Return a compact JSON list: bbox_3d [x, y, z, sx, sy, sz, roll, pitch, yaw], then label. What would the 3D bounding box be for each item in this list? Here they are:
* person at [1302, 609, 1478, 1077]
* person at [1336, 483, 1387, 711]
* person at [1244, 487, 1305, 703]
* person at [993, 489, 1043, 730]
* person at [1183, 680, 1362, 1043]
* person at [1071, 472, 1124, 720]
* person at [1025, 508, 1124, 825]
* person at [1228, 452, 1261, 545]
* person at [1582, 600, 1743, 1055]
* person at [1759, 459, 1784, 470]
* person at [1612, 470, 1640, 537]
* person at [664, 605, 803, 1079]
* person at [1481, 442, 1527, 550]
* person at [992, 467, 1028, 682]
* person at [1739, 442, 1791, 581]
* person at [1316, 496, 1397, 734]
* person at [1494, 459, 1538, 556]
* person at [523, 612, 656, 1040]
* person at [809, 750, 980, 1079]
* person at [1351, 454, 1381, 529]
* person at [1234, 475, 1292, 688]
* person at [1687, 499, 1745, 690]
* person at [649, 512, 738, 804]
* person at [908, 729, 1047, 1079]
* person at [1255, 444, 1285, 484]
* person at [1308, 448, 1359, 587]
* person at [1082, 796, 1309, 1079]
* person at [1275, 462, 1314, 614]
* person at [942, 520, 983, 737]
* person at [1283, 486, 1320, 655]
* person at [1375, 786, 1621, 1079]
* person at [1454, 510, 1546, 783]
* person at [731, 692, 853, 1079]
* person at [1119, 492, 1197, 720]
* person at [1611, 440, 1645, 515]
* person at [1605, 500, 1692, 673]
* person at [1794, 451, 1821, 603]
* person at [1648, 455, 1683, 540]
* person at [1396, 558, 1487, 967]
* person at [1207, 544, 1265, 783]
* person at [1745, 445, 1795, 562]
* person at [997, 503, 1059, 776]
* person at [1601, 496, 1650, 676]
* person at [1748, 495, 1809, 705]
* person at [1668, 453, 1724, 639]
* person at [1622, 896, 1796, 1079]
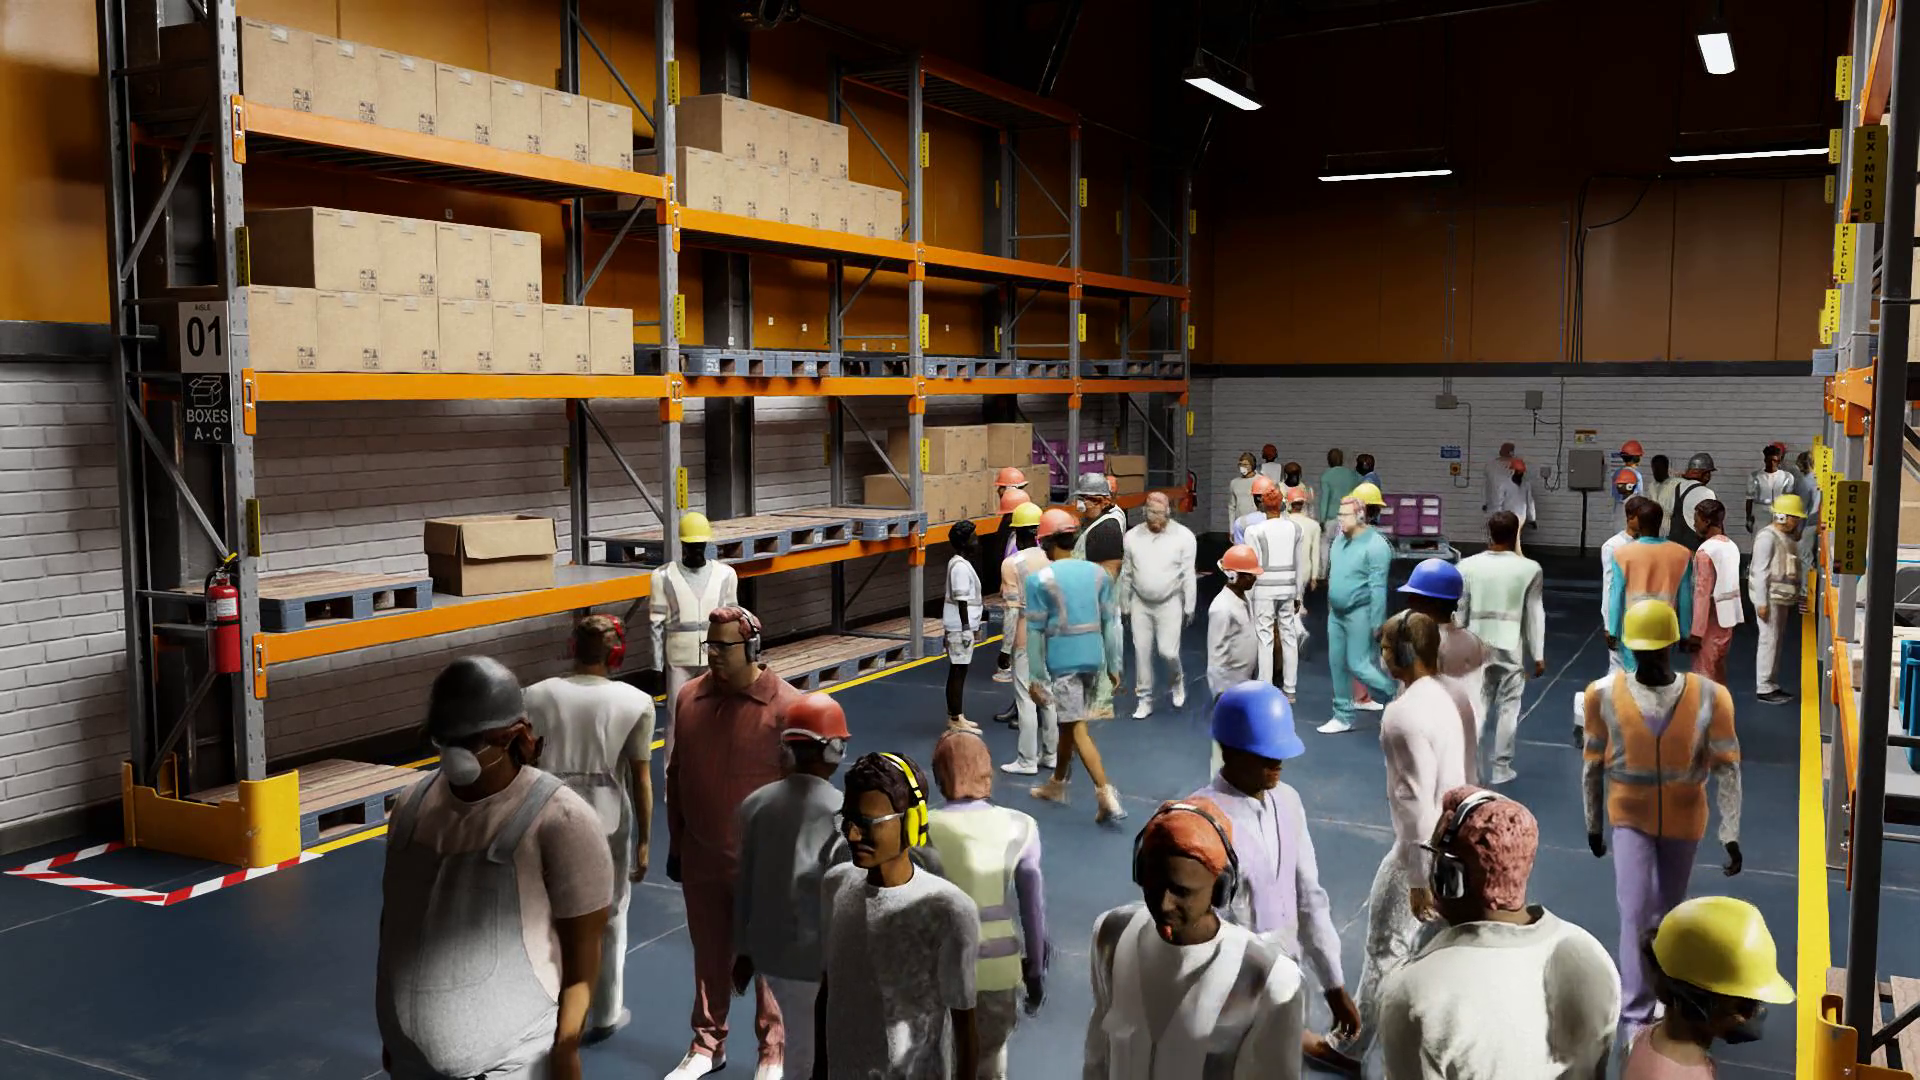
[{"bbox_3d":[1.793,1.215,6.500,0.801,1.911,0.675,4,7,39],"label":"person"},{"bbox_3d":[3.408,0.480,14.120,0.371,1.923,0.595,-2,6,-17],"label":"person"},{"bbox_3d":[2.695,0.483,14.326,0.576,1.883,0.362,-2,6,-17],"label":"person"},{"bbox_3d":[0.479,0.553,13.334,0.385,1.928,0.546,-2,6,-18],"label":"person"},{"bbox_3d":[0.910,1.354,4.829,0.937,1.900,0.616,4,7,39],"label":"person"},{"bbox_3d":[1.067,0.456,13.770,0.536,2.000,0.676,-1,5,-12],"label":"person"},{"bbox_3d":[0.756,0.795,10.557,0.634,1.985,1.036,-4,6,-35],"label":"person"},{"bbox_3d":[3.591,-0.124,20.635,0.368,1.932,0.623,-5,7,-44],"label":"person"},{"bbox_3d":[2.914,1.177,6.957,0.603,1.864,1.023,2,6,17],"label":"person"},{"bbox_3d":[11.910,-0.448,24.342,0.572,1.883,0.356,-3,6,-33],"label":"person"},{"bbox_3d":[7.884,0.044,19.718,0.327,1.753,0.562,0,5,3],"label":"person"},{"bbox_3d":[-0.880,1.202,6.452,0.639,1.910,0.406,2,6,24],"label":"person"},{"bbox_3d":[8.469,-0.581,25.841,0.697,1.888,0.554,4,7,38],"label":"person"},{"bbox_3d":[0.487,0.321,15.459,0.378,1.995,0.611,1,5,12],"label":"person"},{"bbox_3d":[11.338,-0.391,23.303,0.811,1.956,0.633,4,7,37],"label":"person"},{"bbox_3d":[3.137,0.594,13.093,0.594,1.885,0.657,-3,6,-25],"label":"person"},{"bbox_3d":[7.934,-0.302,23.756,0.559,1.701,0.910,-2,6,-25],"label":"person"},{"bbox_3d":[-1.554,1.221,6.819,0.593,1.810,0.664,0,5,2],"label":"person"},{"bbox_3d":[-0.190,1.439,4.105,0.507,1.872,0.329,4,6,34],"label":"person"},{"bbox_3d":[5.408,-0.234,22.263,0.429,1.844,0.626,2,6,17],"label":"person"},{"bbox_3d":[2.753,0.382,15.109,0.544,1.939,0.353,1,5,6],"label":"person"},{"bbox_3d":[5.647,0.646,12.471,0.404,1.906,0.598,5,7,41],"label":"person"},{"bbox_3d":[-1.740,0.774,10.958,0.594,1.924,0.382,-2,6,-22],"label":"person"},{"bbox_3d":[0.004,1.433,5.511,0.531,1.607,0.649,-1,5,-14],"label":"person"},{"bbox_3d":[4.617,-0.487,24.759,0.573,1.884,0.356,0,5,-3],"label":"person"},{"bbox_3d":[5.032,-0.289,22.483,0.663,1.899,0.918,-2,6,-23],"label":"person"},{"bbox_3d":[0.547,1.472,3.783,0.590,1.864,0.574,5,7,42],"label":"person"},{"bbox_3d":[3.966,-0.019,19.942,0.633,1.841,0.429,-1,5,-12],"label":"person"},{"bbox_3d":[0.020,0.691,13.074,0.319,1.697,0.532,0,5,-4],"label":"person"},{"bbox_3d":[3.401,0.324,16.845,0.562,1.730,0.644,-2,6,-22],"label":"person"},{"bbox_3d":[1.091,1.473,3.546,0.643,1.908,0.399,-3,6,-32],"label":"person"},{"bbox_3d":[3.692,0.742,11.417,0.596,1.902,0.512,5,7,42],"label":"person"},{"bbox_3d":[-0.565,1.385,5.565,0.586,1.717,0.633,5,7,44],"label":"person"},{"bbox_3d":[1.630,0.534,13.728,0.669,1.886,0.502,2,6,23],"label":"person"},{"bbox_3d":[8.629,-0.258,21.418,0.365,2.045,0.615,0,5,-5],"label":"person"},{"bbox_3d":[5.162,0.649,12.451,0.595,1.900,0.519,0,5,0],"label":"person"},{"bbox_3d":[10.748,-0.164,21.074,0.379,1.932,0.623,5,7,43],"label":"person"},{"bbox_3d":[8.881,-0.125,20.790,0.588,1.891,0.628,-2,6,-18],"label":"person"},{"bbox_3d":[2.220,1.057,7.778,0.614,1.949,0.378,-5,7,-44],"label":"person"},{"bbox_3d":[1.771,0.894,10.656,0.355,1.743,0.567,2,6,22],"label":"person"},{"bbox_3d":[10.902,-0.303,22.410,0.599,1.958,0.371,1,5,14],"label":"person"},{"bbox_3d":[0.490,0.697,11.779,0.593,1.924,0.384,-5,7,-43],"label":"person"},{"bbox_3d":[5.178,0.608,12.862,0.599,1.909,0.402,-3,6,-31],"label":"person"},{"bbox_3d":[7.070,0.515,14.385,0.626,1.816,0.435,-5,7,-42],"label":"person"},{"bbox_3d":[8.045,0.050,18.142,0.536,2.000,0.683,-1,5,-10],"label":"person"},{"bbox_3d":[1.466,1.570,3.397,0.390,1.749,0.618,3,6,26],"label":"person"}]
